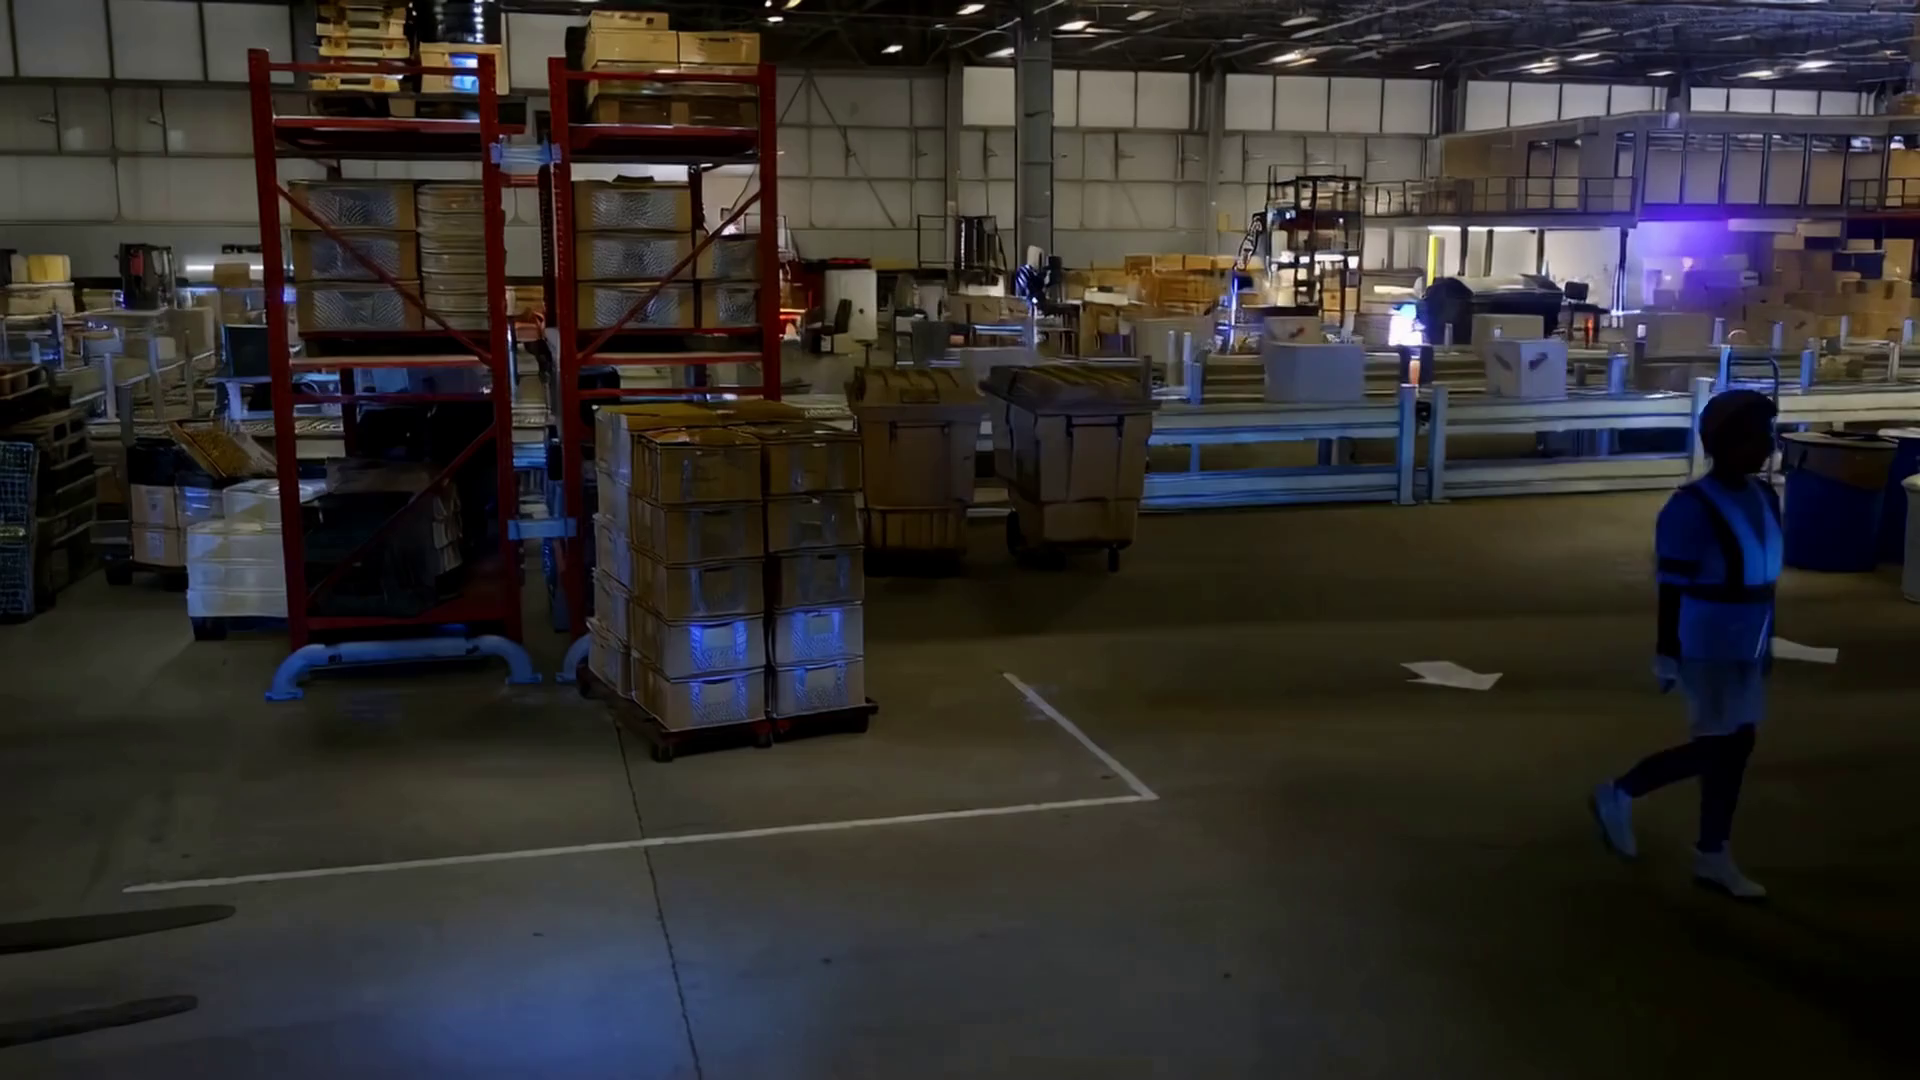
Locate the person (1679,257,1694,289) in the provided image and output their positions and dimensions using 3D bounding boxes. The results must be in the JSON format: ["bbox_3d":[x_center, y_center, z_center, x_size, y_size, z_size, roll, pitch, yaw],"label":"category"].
[{"bbox_3d":[20.153,-6.971,46.424,0.785,1.818,0.549,9,13,42],"label":"person"}]

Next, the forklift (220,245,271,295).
[{"bbox_3d":[-17.749,-6.334,41.440,1.157,1.987,2.680,-3,10,-17],"label":"forklift"}]

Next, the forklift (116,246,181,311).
[{"bbox_3d":[-19.966,-6.232,40.894,1.157,1.987,2.680,-3,10,-15],"label":"forklift"}]

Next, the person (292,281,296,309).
[{"bbox_3d":[-13.994,-5.022,35.298,0.641,1.856,0.995,7,12,36],"label":"person"}]

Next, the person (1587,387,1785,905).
[{"bbox_3d":[2.429,0.333,5.449,0.540,1.684,0.491,-7,12,-35],"label":"person"}]

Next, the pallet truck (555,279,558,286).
[{"bbox_3d":[-10.604,-6.375,44.520,0.653,1.274,1.630,-3,10,-15],"label":"pallet truck"}]
